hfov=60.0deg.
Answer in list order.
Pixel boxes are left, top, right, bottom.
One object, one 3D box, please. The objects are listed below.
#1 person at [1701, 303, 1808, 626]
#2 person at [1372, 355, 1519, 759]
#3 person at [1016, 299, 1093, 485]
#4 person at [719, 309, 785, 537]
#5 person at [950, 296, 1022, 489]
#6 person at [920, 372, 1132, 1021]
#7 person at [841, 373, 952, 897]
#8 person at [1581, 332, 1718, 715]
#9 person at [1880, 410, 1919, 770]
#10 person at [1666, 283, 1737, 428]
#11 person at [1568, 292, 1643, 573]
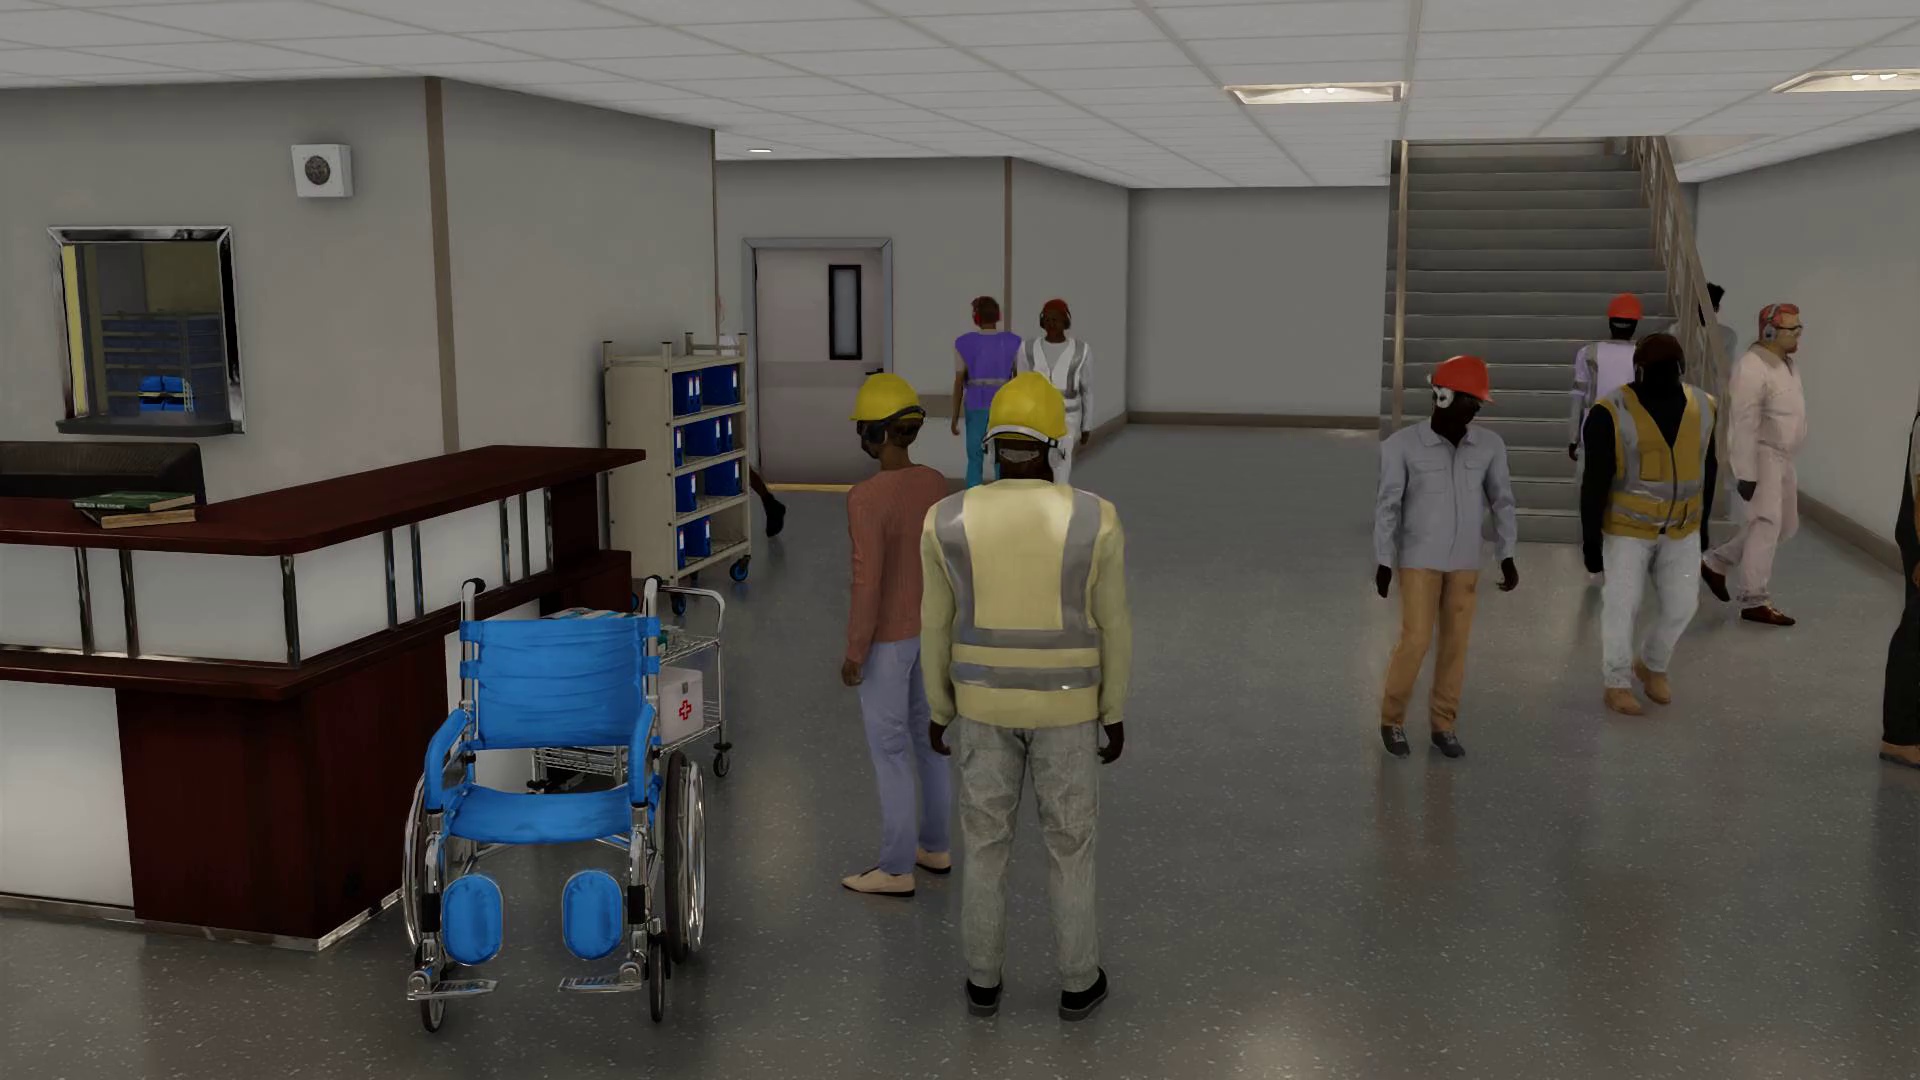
[{"bbox_3d":[4.719,-0.456,9.843,0.546,1.887,0.658,9,13,42],"label":"person"},{"bbox_3d":[2.092,0.080,7.134,0.596,1.735,0.435,-2,10,-11],"label":"person"},{"bbox_3d":[0.690,-0.883,12.522,0.577,1.829,0.999,3,10,15],"label":"person"},{"bbox_3d":[-1.778,-0.941,12.702,0.886,1.893,0.555,5,11,25],"label":"person"},{"bbox_3d":[0.225,-1.020,13.333,0.600,1.836,0.391,-1,10,-8],"label":"person"},{"bbox_3d":[0.189,0.448,4.684,0.587,1.835,0.404,2,10,11],"label":"person"},{"bbox_3d":[-0.232,0.320,5.644,0.325,1.767,0.533,6,11,32],"label":"person"},{"bbox_3d":[3.195,-0.062,7.752,0.658,1.813,0.485,0,10,-2],"label":"person"},{"bbox_3d":[4.159,0.041,7.038,0.506,1.845,0.344,-9,13,-43],"label":"person"},{"bbox_3d":[6.456,-1.291,14.623,0.617,1.939,0.832,2,10,11],"label":"person"},{"bbox_3d":[4.396,-0.703,11.210,0.546,1.921,0.769,4,10,20],"label":"person"}]
